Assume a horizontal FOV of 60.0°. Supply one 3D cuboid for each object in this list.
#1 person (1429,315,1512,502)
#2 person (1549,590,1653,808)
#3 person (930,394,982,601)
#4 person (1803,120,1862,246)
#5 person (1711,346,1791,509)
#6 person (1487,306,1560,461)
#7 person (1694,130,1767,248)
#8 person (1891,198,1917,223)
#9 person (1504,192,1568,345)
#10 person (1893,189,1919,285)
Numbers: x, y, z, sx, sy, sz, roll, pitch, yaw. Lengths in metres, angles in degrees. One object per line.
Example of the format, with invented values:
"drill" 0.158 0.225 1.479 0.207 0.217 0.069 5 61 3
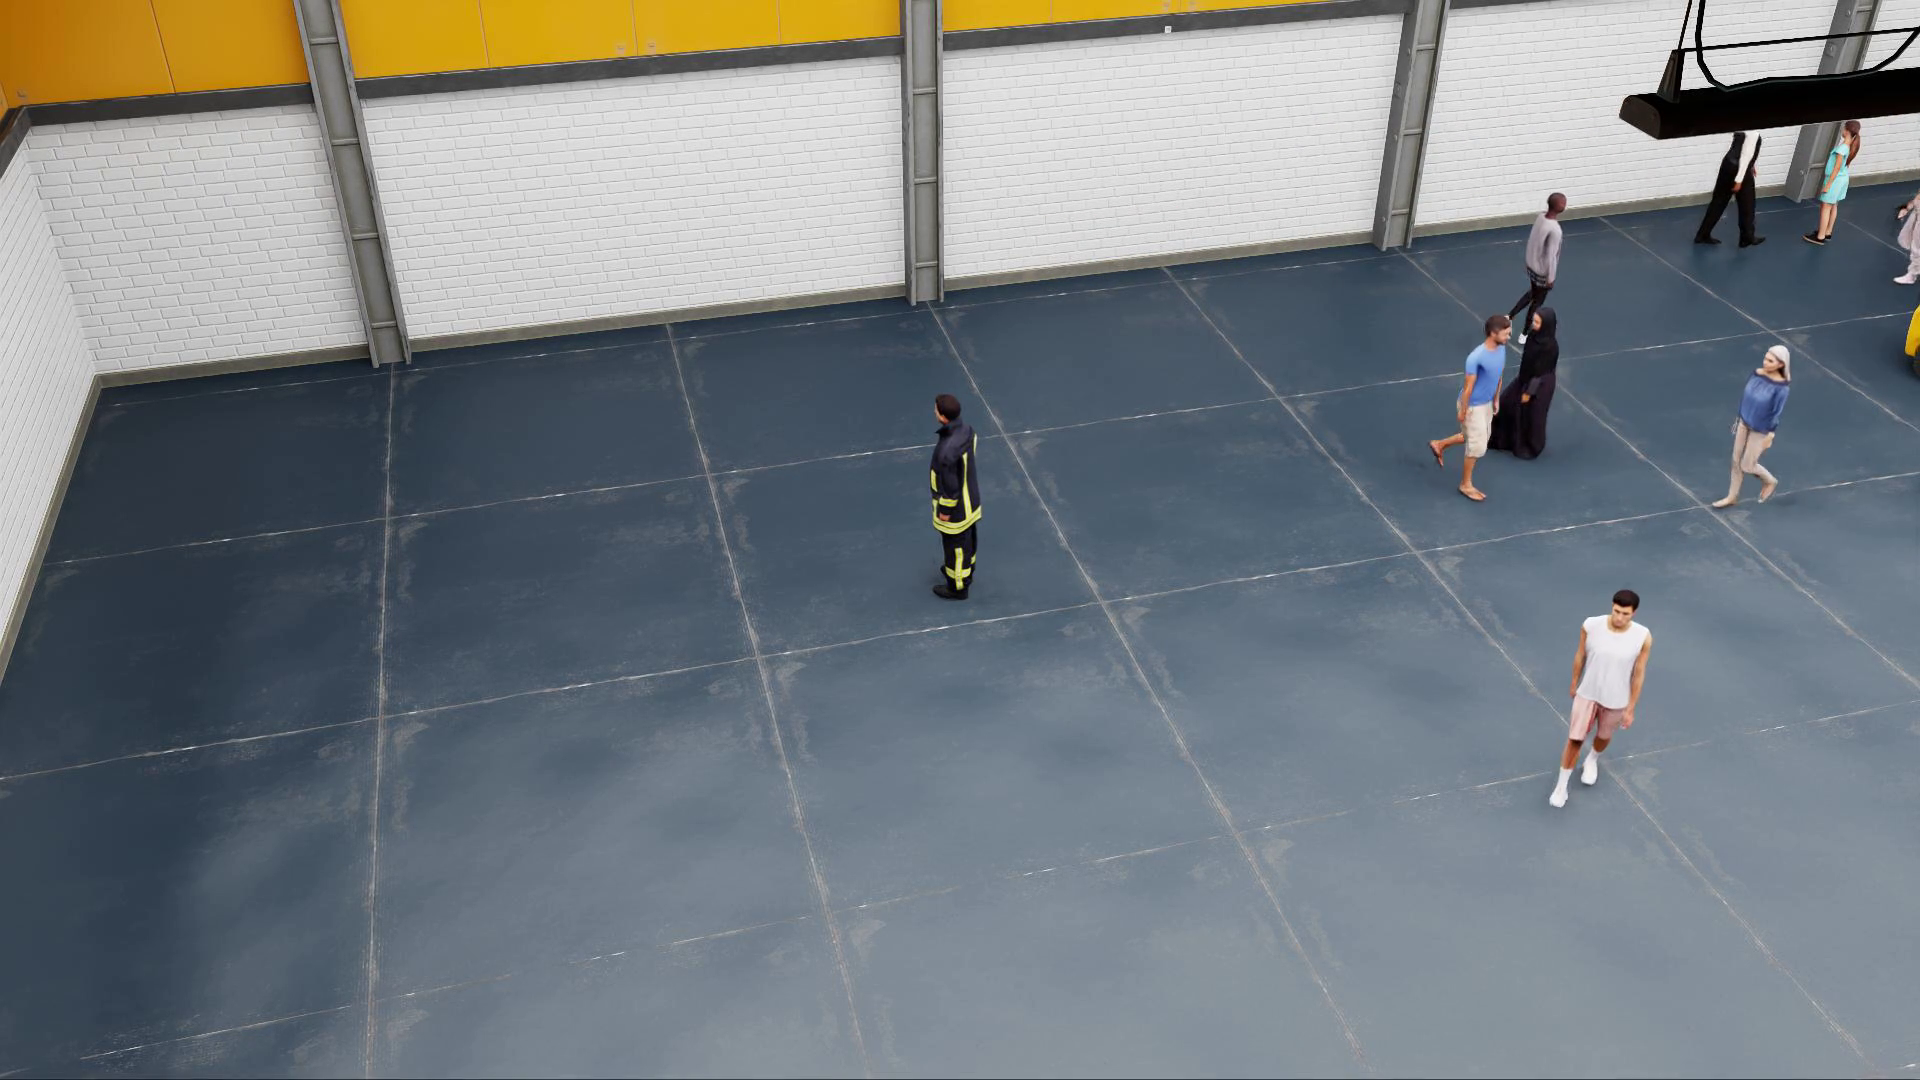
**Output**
"person" 4.748 -1.294 15.497 1.034 1.840 0.981 -26 41 -33
"person" 4.685 1.073 12.013 1.031 1.755 1.063 16 37 22
"person" -0.031 -0.376 14.040 0.883 1.924 0.889 9 35 13
"person" 10.763 -4.409 20.439 0.575 1.558 0.682 -24 40 -31
"person" 7.351 -1.025 15.231 0.769 1.687 0.603 -9 35 -13
"person" 5.624 -1.526 16.056 0.793 1.607 0.639 -6 34 -9
"person" 9.369 -4.487 20.264 1.125 1.881 0.854 1 34 1
"person" 12.230 -4.589 20.612 1.178 1.665 1.079 15 36 21
"person" 6.201 -2.933 18.032 0.764 1.763 0.660 -6 34 -9
"person" 11.365 -3.786 19.395 0.770 1.675 0.718 0 34 -1
